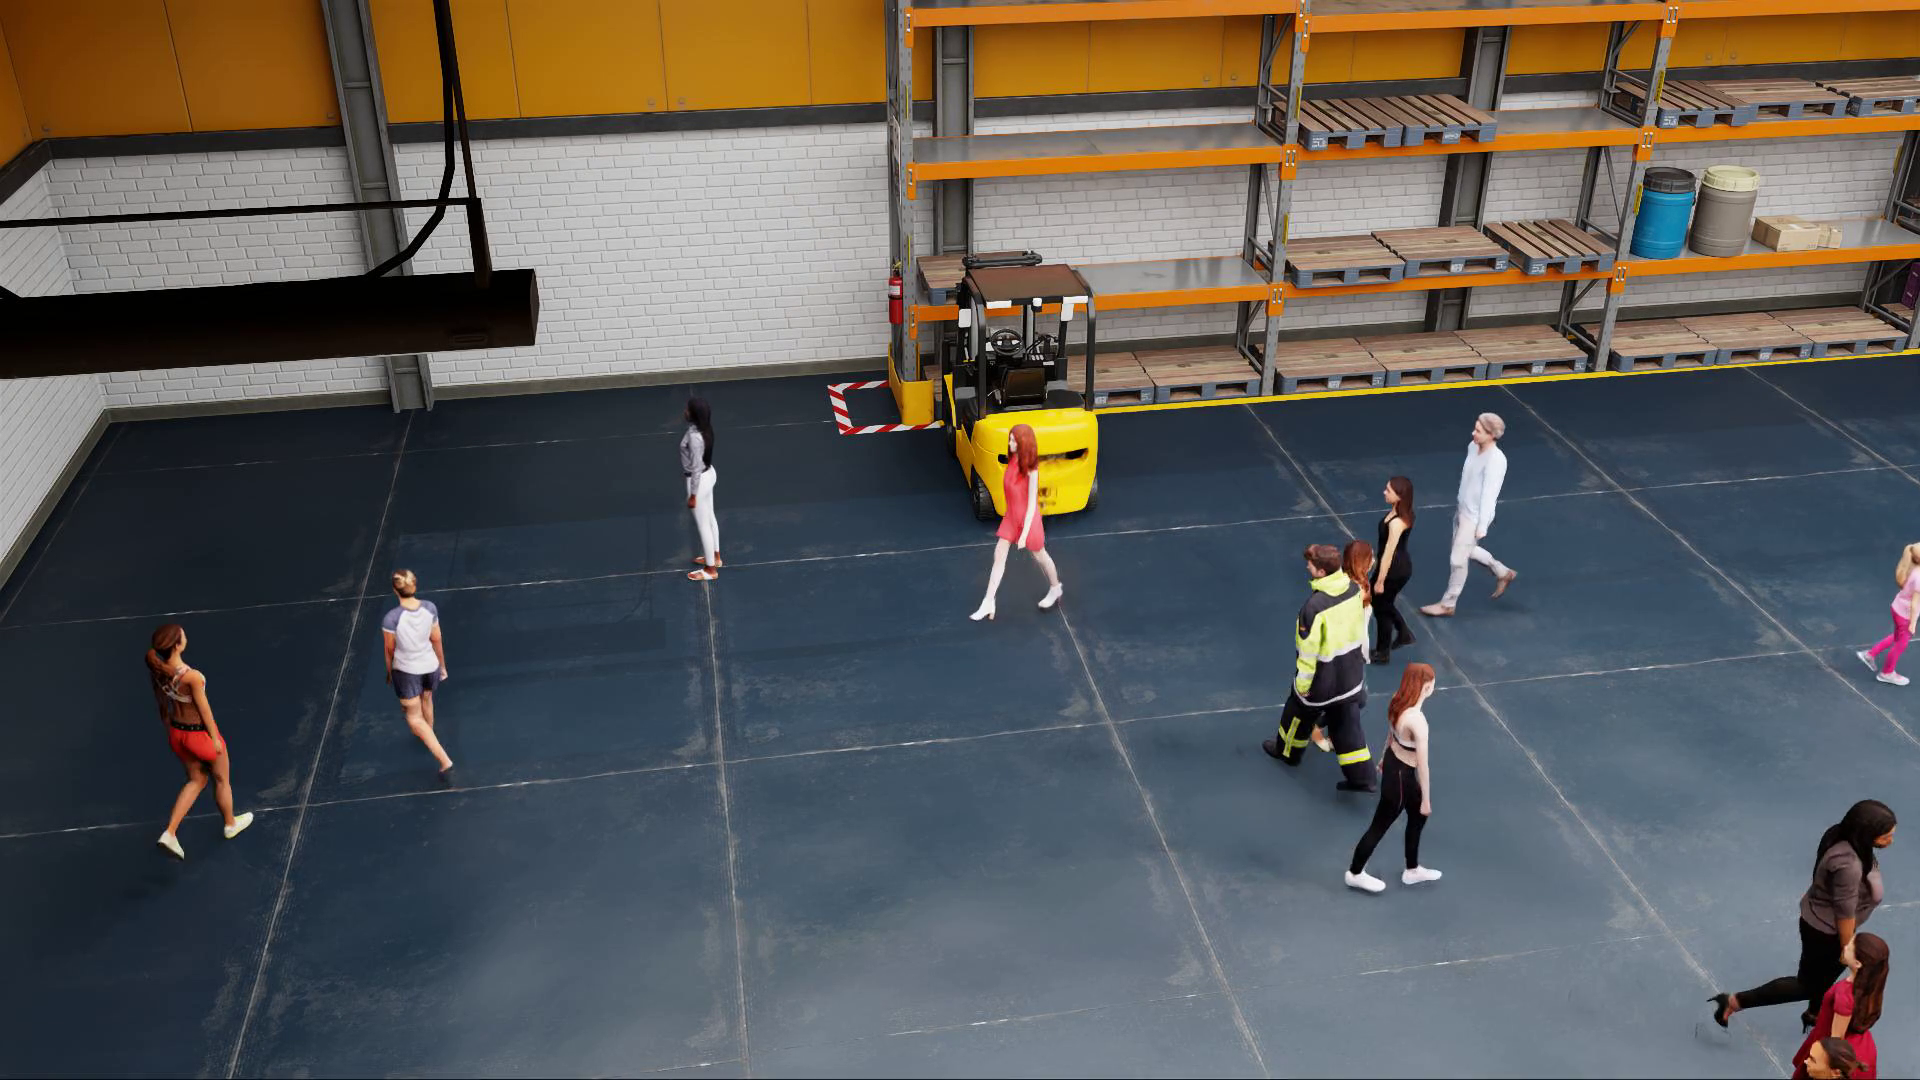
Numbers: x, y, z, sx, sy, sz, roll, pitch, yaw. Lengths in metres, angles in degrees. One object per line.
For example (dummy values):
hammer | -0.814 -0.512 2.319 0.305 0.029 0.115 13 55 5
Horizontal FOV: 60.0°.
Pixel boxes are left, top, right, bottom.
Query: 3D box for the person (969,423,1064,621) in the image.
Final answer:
person | 0.613 -0.135 13.930 1.188 1.777 0.857 -14 32 -24

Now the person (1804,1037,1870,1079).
person | 4.229 3.088 8.150 0.721 1.652 0.766 2 29 3

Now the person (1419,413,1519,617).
person | 4.385 -0.197 13.945 1.103 1.871 0.727 -2 29 -4

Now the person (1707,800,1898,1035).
person | 4.882 2.231 9.554 1.130 1.813 0.998 9 30 16

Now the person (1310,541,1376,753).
person | 2.758 0.808 12.199 0.737 1.777 0.681 2 29 4

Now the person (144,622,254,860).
person | -5.190 1.379 11.156 0.995 1.774 0.948 11 30 19

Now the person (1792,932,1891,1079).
person | 4.721 2.730 8.910 0.657 1.553 0.720 -20 34 -32

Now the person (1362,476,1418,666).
person | 3.525 0.269 13.291 0.798 1.678 0.727 7 29 12

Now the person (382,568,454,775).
person | -3.920 0.977 12.081 0.980 1.594 0.980 23 36 36

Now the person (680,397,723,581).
person | -2.272 -0.472 14.605 0.603 1.721 0.640 2 29 4

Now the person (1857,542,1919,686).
person | 7.432 0.566 13.180 0.721 1.264 0.631 8 30 15

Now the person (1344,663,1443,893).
person | 2.767 1.567 10.866 0.952 1.722 0.785 2 29 4

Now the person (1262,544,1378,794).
person | 2.681 0.961 11.764 1.296 1.925 1.208 -20 34 -32
